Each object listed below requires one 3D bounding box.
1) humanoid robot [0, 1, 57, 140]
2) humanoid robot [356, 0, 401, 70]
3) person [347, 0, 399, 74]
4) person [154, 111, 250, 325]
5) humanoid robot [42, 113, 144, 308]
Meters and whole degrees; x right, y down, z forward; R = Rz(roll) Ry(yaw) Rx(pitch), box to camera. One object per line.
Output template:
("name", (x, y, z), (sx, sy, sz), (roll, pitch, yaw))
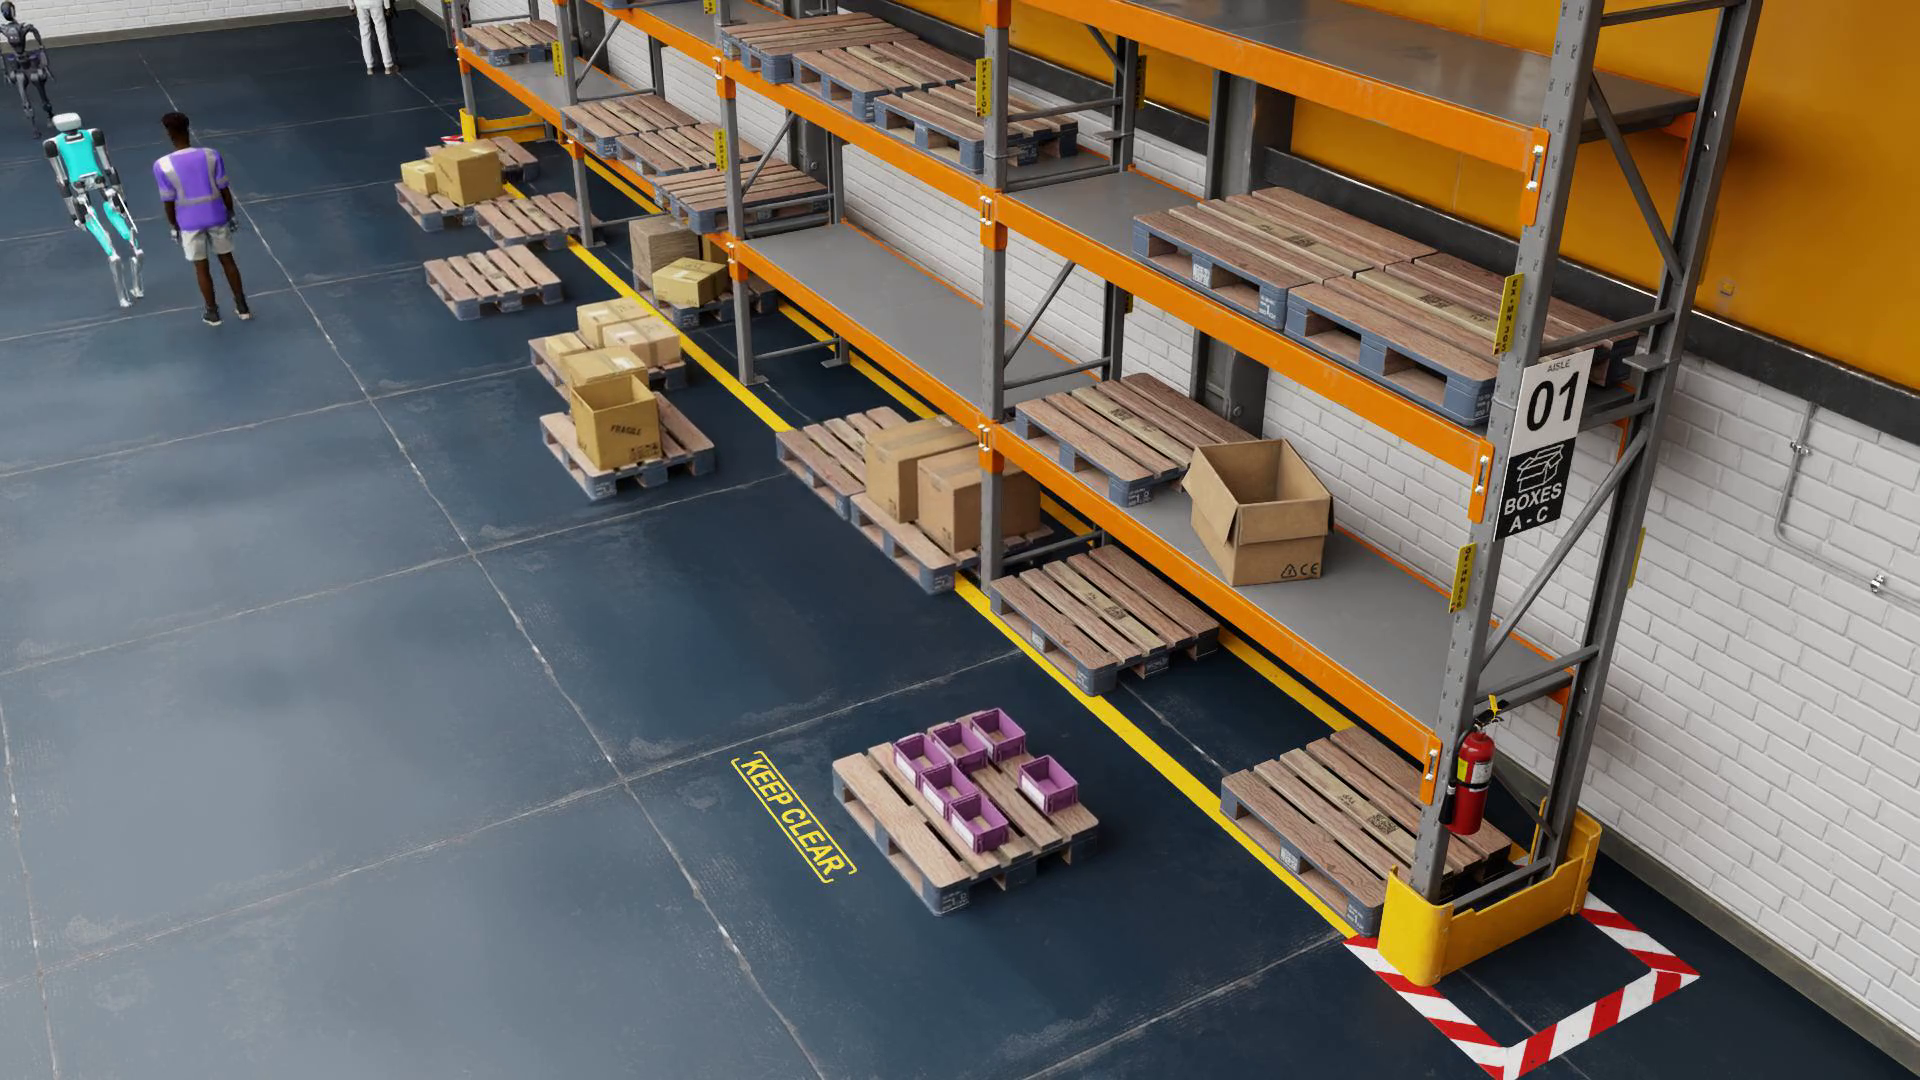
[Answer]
("humanoid robot", (-11.528, -5.840, 20.571), (0.596, 1.648, 0.747), (-8, 31, -14))
("humanoid robot", (-8.230, -7.506, 23.440), (0.599, 1.657, 0.315), (-16, 33, -26))
("person", (-8.218, -7.449, 23.145), (0.586, 1.882, 0.343), (0, 30, -1))
("person", (-6.863, -2.902, 15.041), (0.606, 1.964, 0.370), (-22, 36, -34))
("humanoid robot", (-7.987, -3.014, 15.520), (0.564, 1.818, 0.844), (-23, 37, -35))
